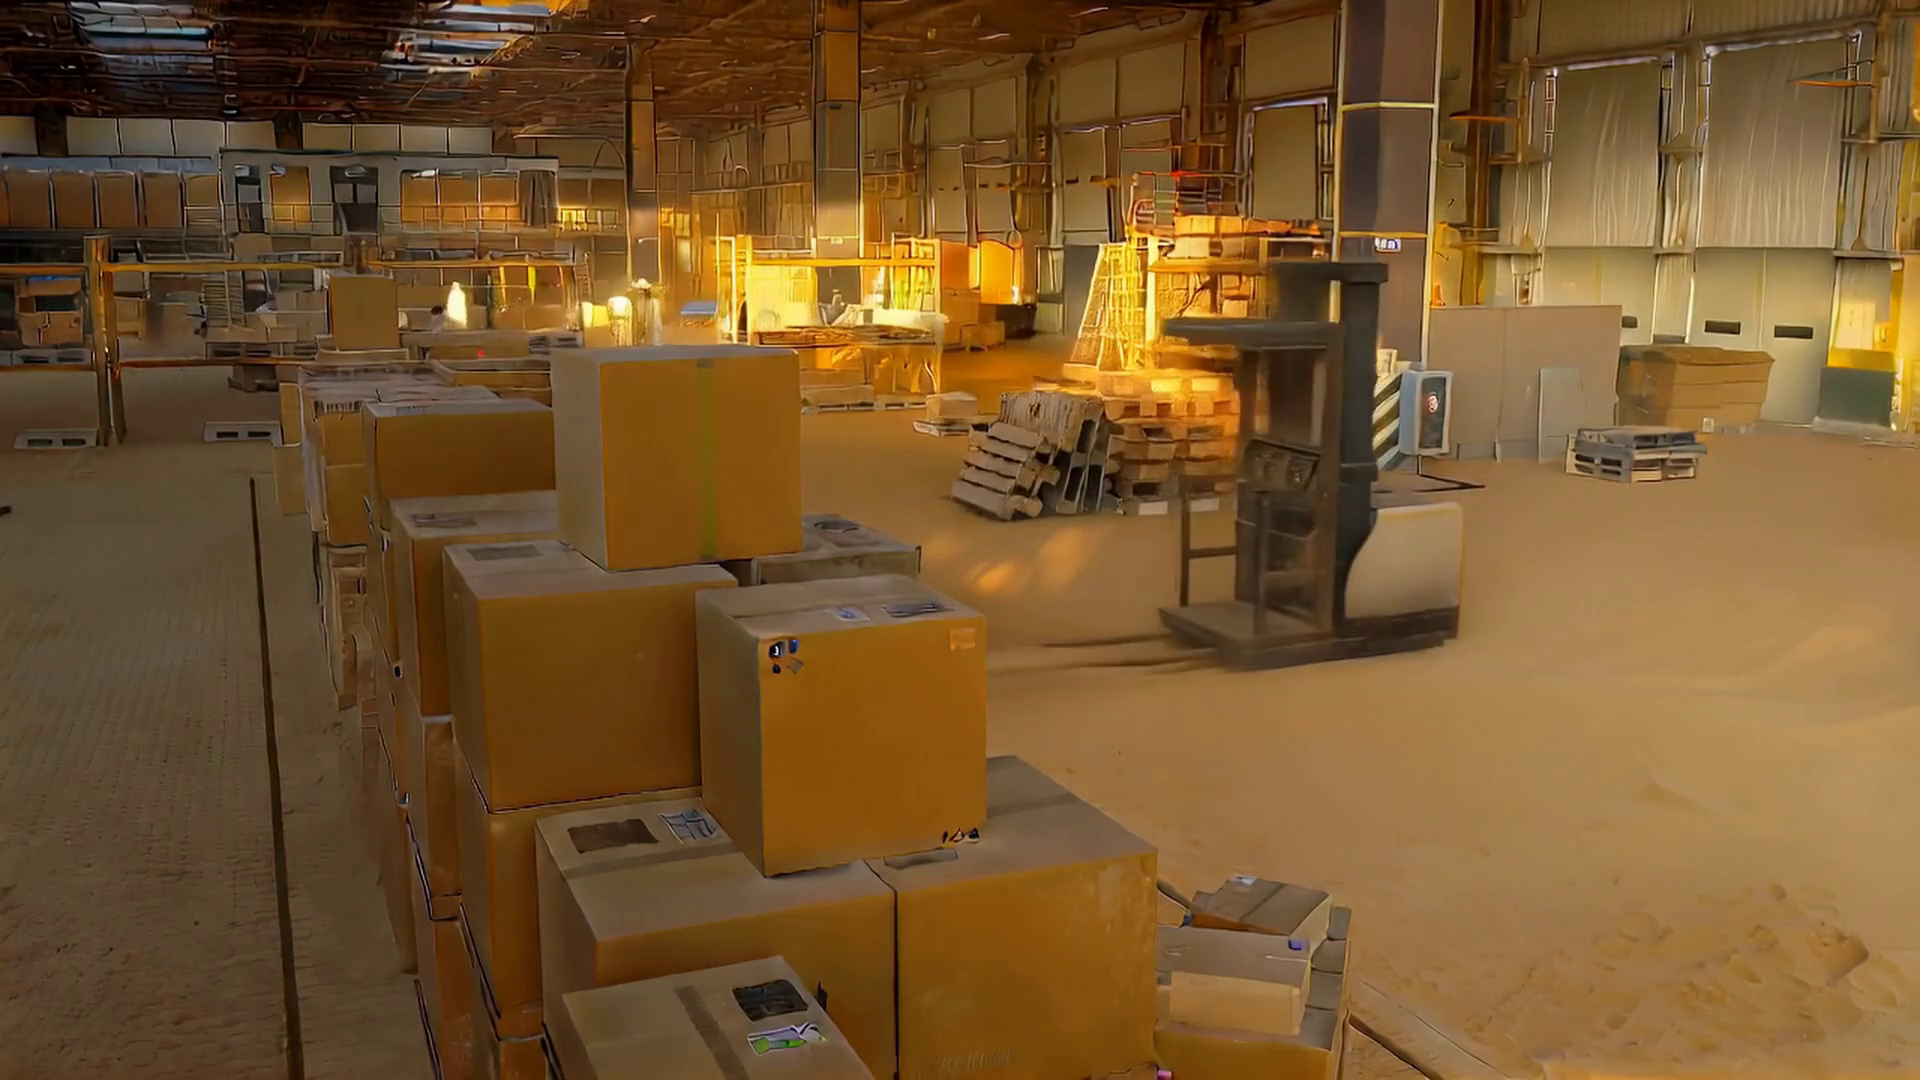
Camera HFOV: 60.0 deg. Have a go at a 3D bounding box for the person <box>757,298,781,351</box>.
[{"bbox_3d":[-4.368,-4.677,37.822,0.536,1.662,0.840,4,11,19],"label":"person"}]

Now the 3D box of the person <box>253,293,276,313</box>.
[{"bbox_3d":[-16.476,-5.003,39.458,0.524,1.721,0.911,-8,13,-39],"label":"person"}]

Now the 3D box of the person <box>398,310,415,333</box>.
[{"bbox_3d":[-8.315,-2.464,24.878,0.372,1.934,0.627,1,10,3],"label":"person"}]

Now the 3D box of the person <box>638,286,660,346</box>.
[{"bbox_3d":[-7.548,-5.212,40.229,0.590,1.867,1.020,-6,12,-30],"label":"person"}]

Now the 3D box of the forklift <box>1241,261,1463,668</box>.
[{"bbox_3d":[2.648,-0.622,12.115,1.873,2.768,1.129,-4,11,-23],"label":"forklift"}]

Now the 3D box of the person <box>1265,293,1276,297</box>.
[{"bbox_3d":[6.026,-3.844,32.471,0.553,1.935,0.361,5,11,24],"label":"person"}]

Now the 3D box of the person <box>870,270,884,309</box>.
[{"bbox_3d":[-2.816,-8.283,56.969,0.543,1.927,0.383,7,12,33],"label":"person"}]

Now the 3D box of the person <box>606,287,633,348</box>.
[{"bbox_3d":[-8.366,-5.308,40.881,0.649,1.813,0.764,-3,11,-15],"label":"person"}]

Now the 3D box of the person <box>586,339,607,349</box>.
[{"bbox_3d":[-4.030,-1.272,18.397,0.450,1.898,0.635,2,10,9],"label":"person"}]

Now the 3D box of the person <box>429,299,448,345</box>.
[{"bbox_3d":[-11.051,-4.246,35.276,0.492,1.730,0.391,3,11,16],"label":"person"}]

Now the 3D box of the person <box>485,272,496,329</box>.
[{"bbox_3d":[-14.899,-7.539,52.876,0.379,1.931,0.625,0,10,0],"label":"person"}]

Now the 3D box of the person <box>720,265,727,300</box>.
[{"bbox_3d":[-11.606,-12.731,81.292,0.376,1.995,0.612,4,11,20],"label":"person"}]

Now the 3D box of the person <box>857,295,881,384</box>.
[{"bbox_3d":[-1.883,-4.145,34.419,0.514,1.841,0.363,0,10,-1],"label":"person"}]

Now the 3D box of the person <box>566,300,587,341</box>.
[{"bbox_3d":[-6.701,-3.302,29.586,0.800,1.897,0.604,1,10,7],"label":"person"}]

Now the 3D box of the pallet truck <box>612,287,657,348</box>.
[{"bbox_3d":[-6.464,-4.406,35.401,0.823,1.965,1.885,6,12,32],"label":"pallet truck"}]

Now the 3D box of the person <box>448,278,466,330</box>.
[{"bbox_3d":[-12.949,-5.770,42.995,0.681,1.972,0.627,4,11,20],"label":"person"}]

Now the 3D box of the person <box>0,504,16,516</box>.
[{"bbox_3d":[-10.486,-1.089,17.501,0.966,1.857,0.695,-7,13,-35],"label":"person"}]
